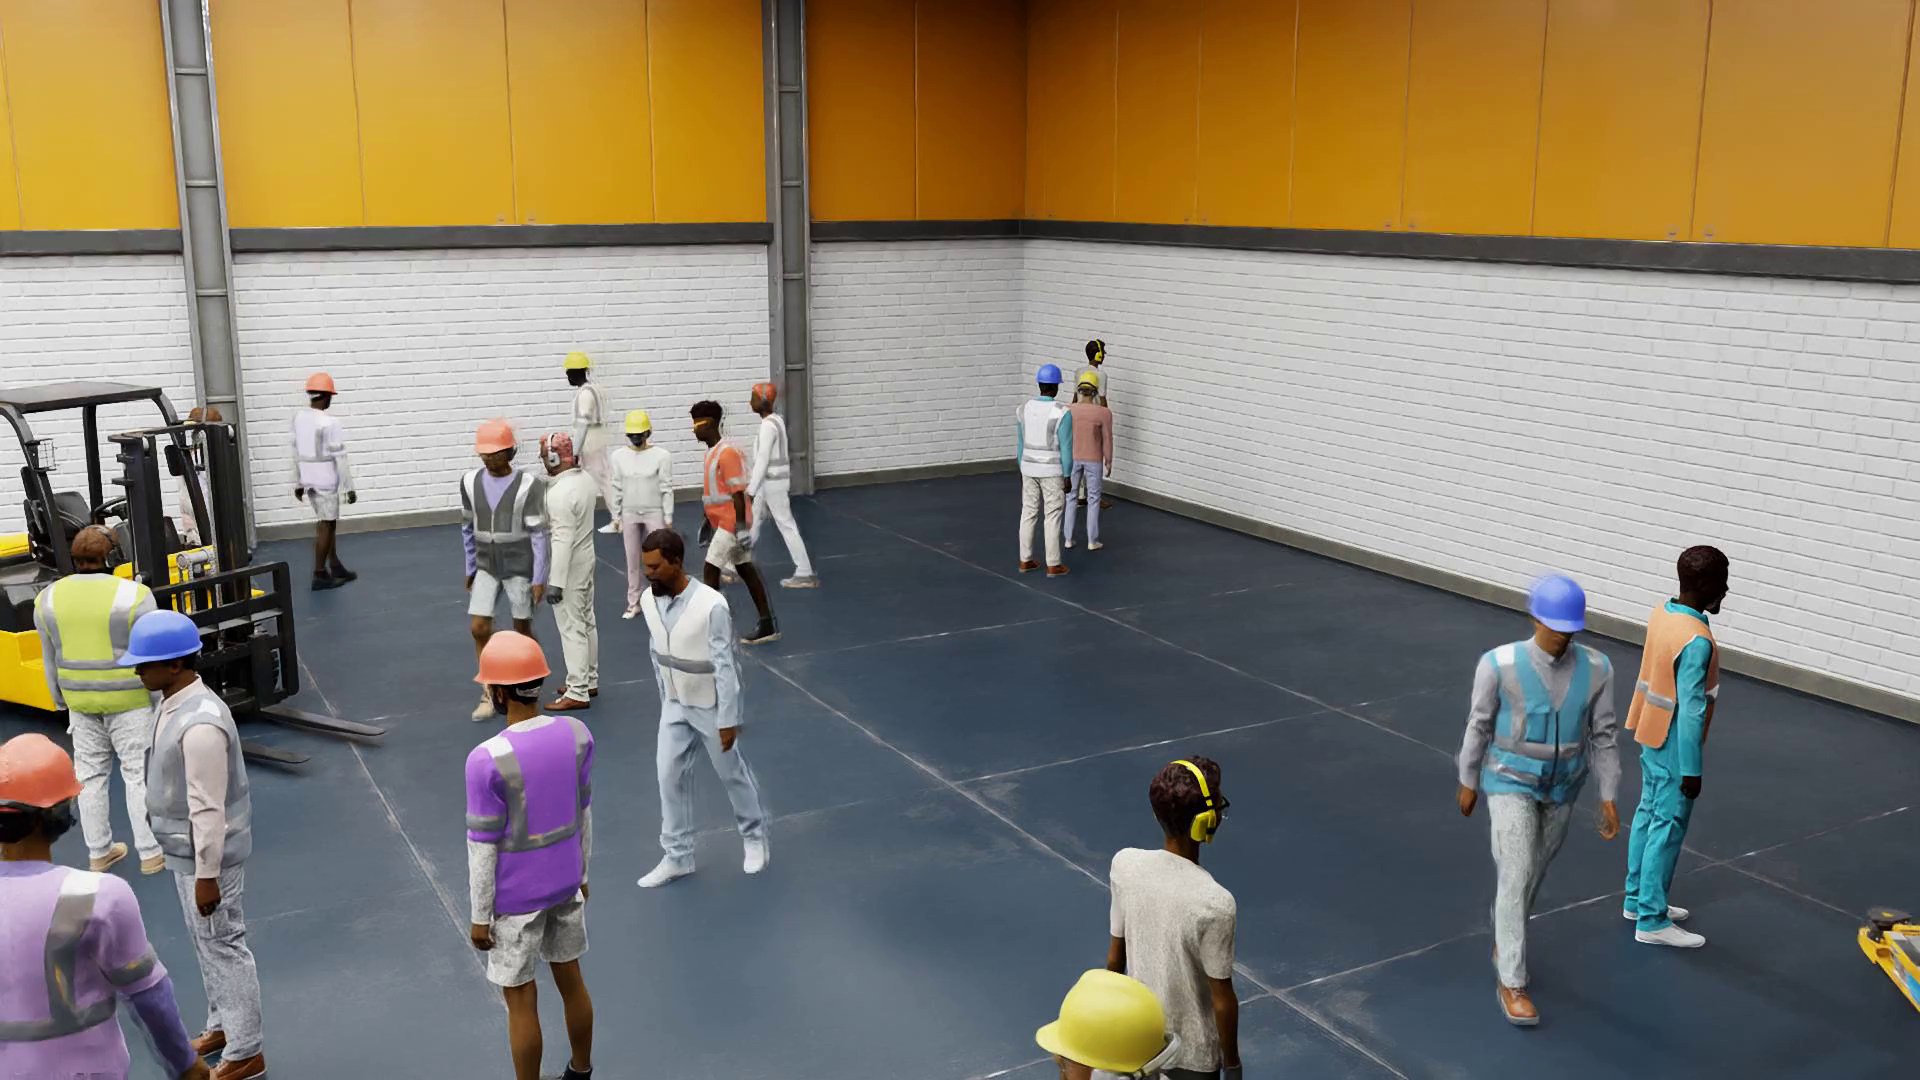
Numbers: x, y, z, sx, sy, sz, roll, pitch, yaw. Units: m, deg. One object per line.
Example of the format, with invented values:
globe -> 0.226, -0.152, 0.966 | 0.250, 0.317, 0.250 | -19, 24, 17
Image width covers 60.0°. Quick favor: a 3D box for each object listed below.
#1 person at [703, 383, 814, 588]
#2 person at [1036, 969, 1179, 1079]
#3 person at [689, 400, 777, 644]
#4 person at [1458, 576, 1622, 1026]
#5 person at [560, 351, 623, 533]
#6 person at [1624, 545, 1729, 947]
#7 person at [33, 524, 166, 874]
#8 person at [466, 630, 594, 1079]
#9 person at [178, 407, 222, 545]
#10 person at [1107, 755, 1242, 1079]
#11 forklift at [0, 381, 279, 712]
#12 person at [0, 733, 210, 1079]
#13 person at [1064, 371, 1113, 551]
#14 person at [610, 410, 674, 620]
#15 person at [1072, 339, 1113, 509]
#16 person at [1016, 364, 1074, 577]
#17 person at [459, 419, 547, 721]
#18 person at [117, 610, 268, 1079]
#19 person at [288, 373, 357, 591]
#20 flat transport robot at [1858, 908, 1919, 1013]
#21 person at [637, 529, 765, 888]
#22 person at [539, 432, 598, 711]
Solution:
person -> -1.764, -0.468, 14.645 | 1.012, 1.824, 0.589 | -1, 12, -4
person -> 0.333, 1.844, 3.808 | 0.404, 1.832, 0.595 | 2, 12, 11
person -> -1.867, -0.119, 12.830 | 0.912, 1.904, 0.640 | -3, 12, -12
person -> 2.519, 1.095, 7.129 | 0.610, 1.907, 0.837 | -1, 12, -6
person -> -3.869, -0.973, 16.905 | 0.974, 1.871, 0.613 | -3, 13, -16
person -> 3.341, 0.955, 7.803 | 0.392, 1.911, 0.587 | 2, 12, 7
person -> -4.378, 0.828, 8.578 | 0.629, 1.838, 0.429 | 0, 12, 2
person -> -1.614, 1.282, 6.221 | 0.389, 1.930, 0.544 | 9, 15, 35
person -> -5.877, -0.131, 13.061 | 0.429, 1.838, 0.622 | -6, 13, -26
person -> 0.667, 1.555, 5.074 | 0.328, 1.873, 0.520 | -10, 16, -40
forklift -> -5.853, 0.085, 11.199 | 2.313, 2.155, 1.214 | 7, 14, 28
person -> -2.568, 1.520, 4.913 | 0.621, 2.015, 0.834 | 2, 12, 8
person -> 1.232, -0.769, 16.245 | 0.532, 1.756, 0.344 | 4, 13, 16
person -> -2.588, -0.193, 13.561 | 0.528, 1.753, 0.397 | 1, 12, 6
person -> 1.455, -1.270, 18.343 | 0.313, 1.860, 0.528 | -10, 15, -38
person -> 0.784, -0.635, 15.195 | 0.604, 1.938, 0.425 | 9, 15, 38
person -> -3.056, 0.213, 11.003 | 0.646, 2.020, 0.718 | 2, 12, 10
person -> -2.999, 1.209, 6.539 | 0.416, 1.938, 0.612 | -8, 14, -33
person -> -5.581, -0.521, 14.689 | 0.594, 1.912, 0.538 | 6, 14, 28
flat transport robot -> 4.393, 1.949, 7.002 | 0.652, 0.197, 1.431 | 2, 12, 9
person -> -1.319, 0.832, 8.524 | 0.602, 1.869, 0.725 | 8, 14, 33
person -> -2.684, 0.210, 11.312 | 0.406, 1.902, 0.639 | 1, 12, 3
